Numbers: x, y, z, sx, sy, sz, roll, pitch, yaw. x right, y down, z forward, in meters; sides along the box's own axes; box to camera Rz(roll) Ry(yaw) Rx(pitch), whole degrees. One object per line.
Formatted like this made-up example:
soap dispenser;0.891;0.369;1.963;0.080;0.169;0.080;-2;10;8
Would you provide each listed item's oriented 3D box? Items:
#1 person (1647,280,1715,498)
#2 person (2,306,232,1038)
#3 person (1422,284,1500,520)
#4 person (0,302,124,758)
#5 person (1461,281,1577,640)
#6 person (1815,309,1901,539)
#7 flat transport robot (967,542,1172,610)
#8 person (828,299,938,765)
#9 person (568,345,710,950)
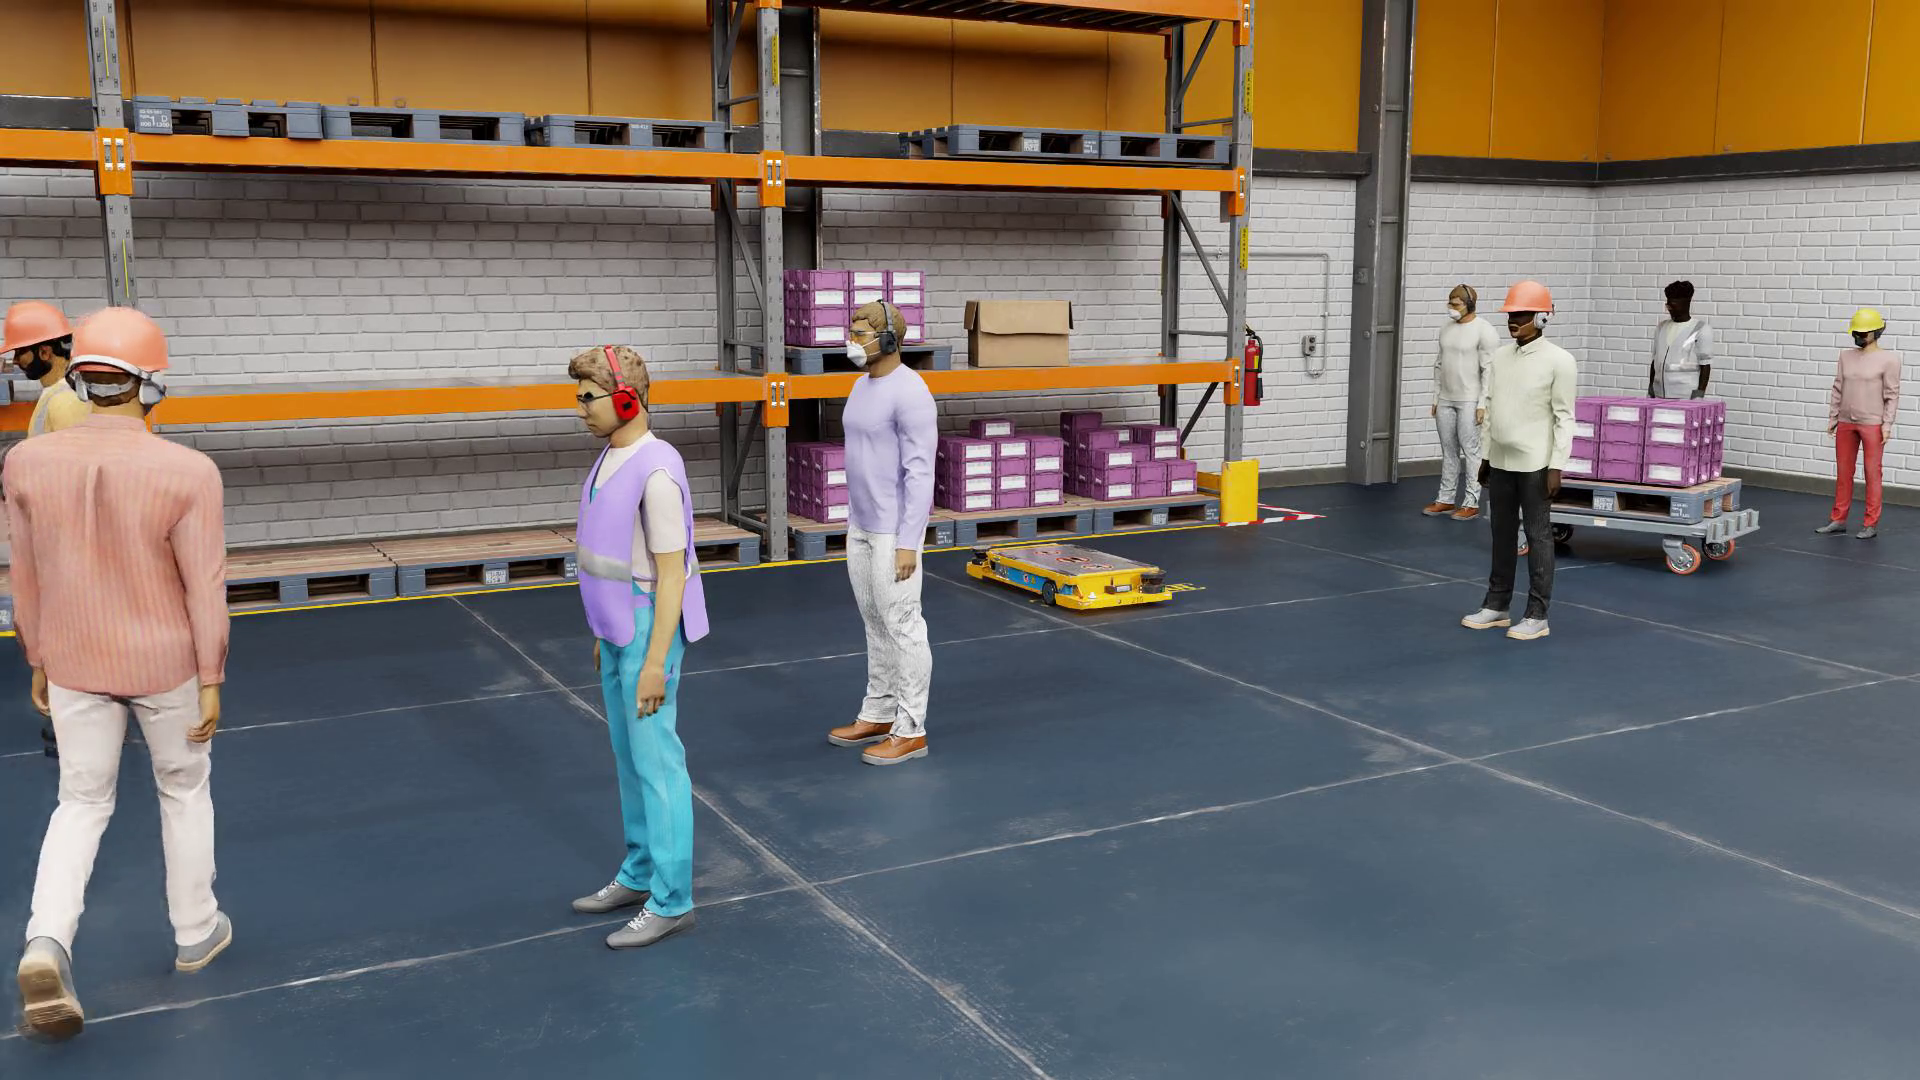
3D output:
person;6.291;-1.296;14.624;0.381;1.958;0.603;-5;11;-27
person;-2.333;0.347;4.597;0.613;1.974;0.855;-1;9;-6
person;4.126;-1.130;13.695;0.371;1.934;0.627;-5;11;-27
person;-3.812;-0.041;7.071;0.374;1.927;0.542;-5;11;-27
person;3.147;-0.446;9.330;0.378;1.996;0.611;-5;11;-27
person;6.900;-0.888;12.753;0.328;1.760;0.524;-5;11;-27
flat transport robot;0.667;0.207;10.595;0.652;0.197;1.431;-5;11;-28
person;-0.319;-0.034;6.994;0.371;1.941;0.627;-5;11;-27
person;-0.985;0.323;5.127;0.389;1.837;0.563;-5;11;-27
